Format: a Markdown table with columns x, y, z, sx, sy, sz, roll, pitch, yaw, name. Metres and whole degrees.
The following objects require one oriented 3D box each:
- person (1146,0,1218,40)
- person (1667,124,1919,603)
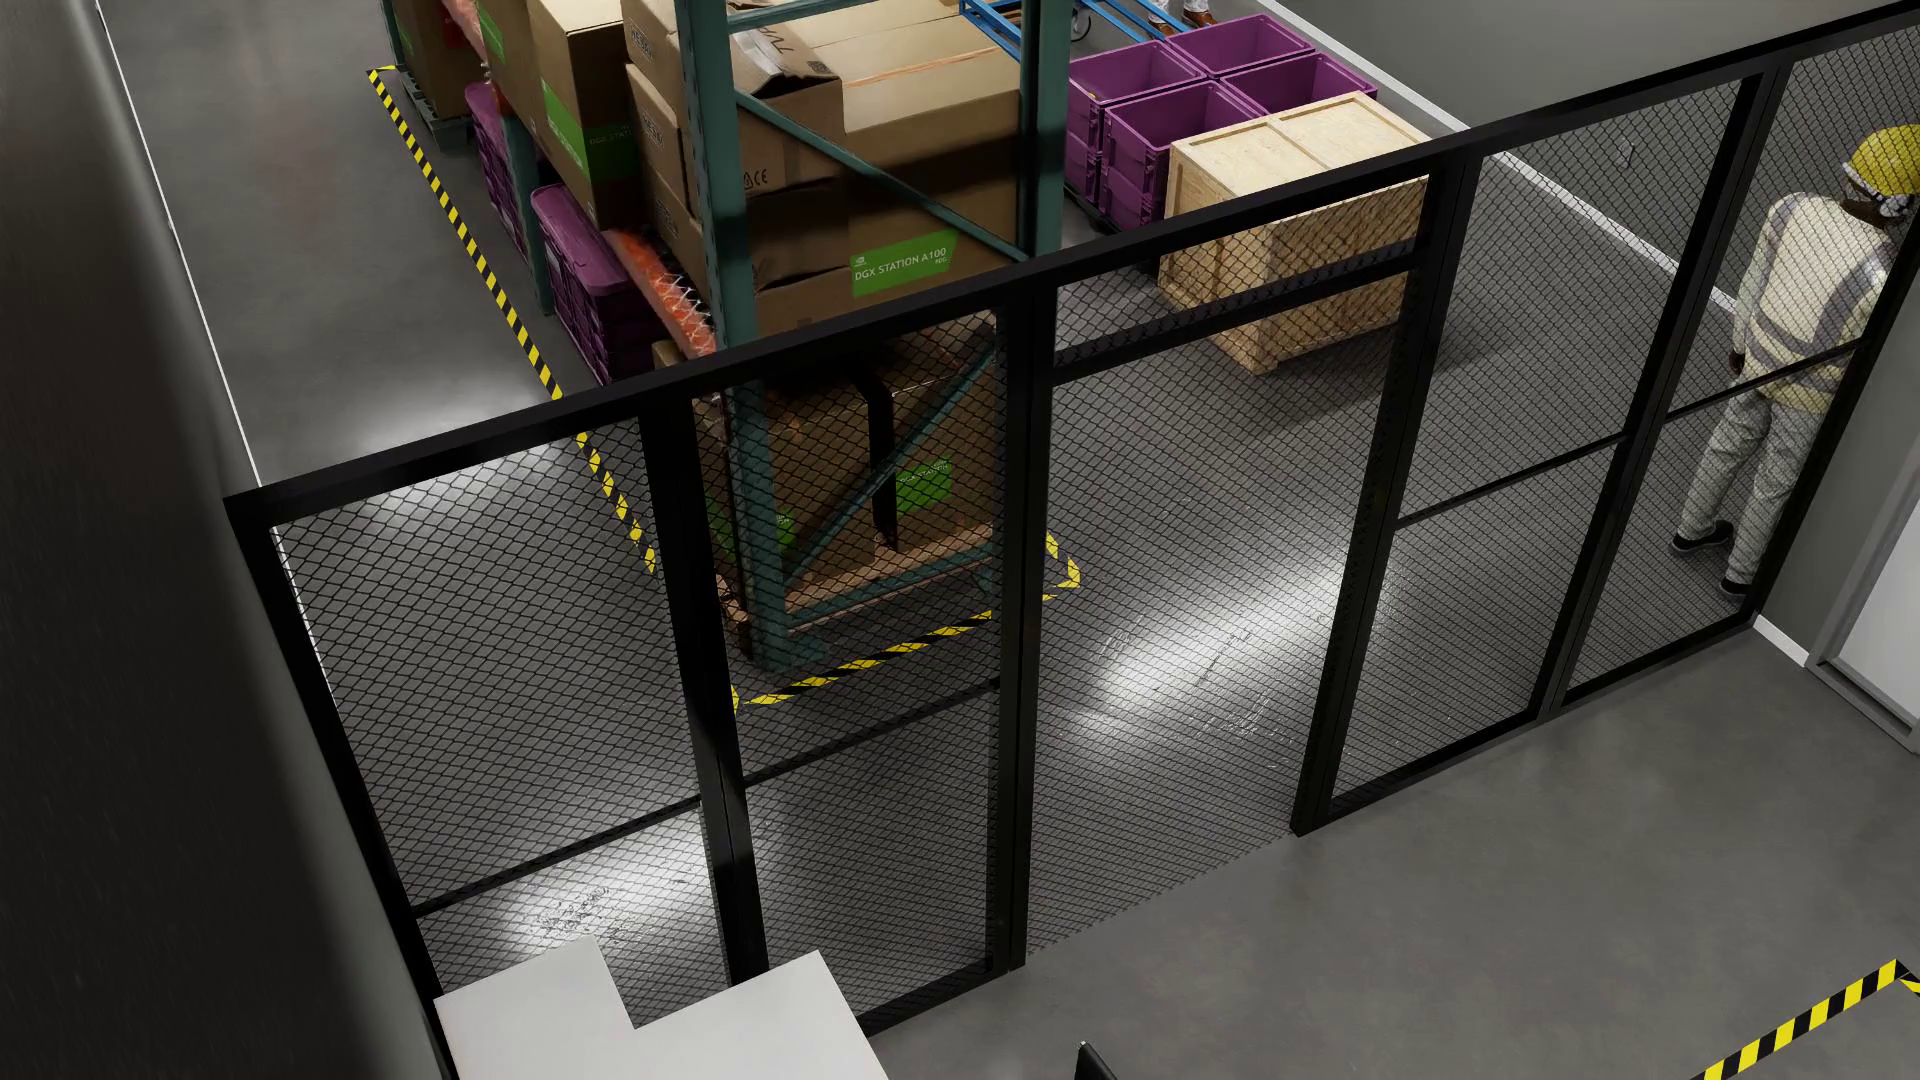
| x | y | z | sx | sy | sz | roll | pitch | yaw | name |
| --- | --- | --- | --- | --- | --- | --- | --- | --- | --- |
| 1.280 | -3.622 | 8.907 | 0.637 | 1.938 | 0.355 | -22 | 47 | -22 | person |
| 2.866 | -0.573 | 5.649 | 0.404 | 1.830 | 0.602 | -14 | 44 | -15 | person |
